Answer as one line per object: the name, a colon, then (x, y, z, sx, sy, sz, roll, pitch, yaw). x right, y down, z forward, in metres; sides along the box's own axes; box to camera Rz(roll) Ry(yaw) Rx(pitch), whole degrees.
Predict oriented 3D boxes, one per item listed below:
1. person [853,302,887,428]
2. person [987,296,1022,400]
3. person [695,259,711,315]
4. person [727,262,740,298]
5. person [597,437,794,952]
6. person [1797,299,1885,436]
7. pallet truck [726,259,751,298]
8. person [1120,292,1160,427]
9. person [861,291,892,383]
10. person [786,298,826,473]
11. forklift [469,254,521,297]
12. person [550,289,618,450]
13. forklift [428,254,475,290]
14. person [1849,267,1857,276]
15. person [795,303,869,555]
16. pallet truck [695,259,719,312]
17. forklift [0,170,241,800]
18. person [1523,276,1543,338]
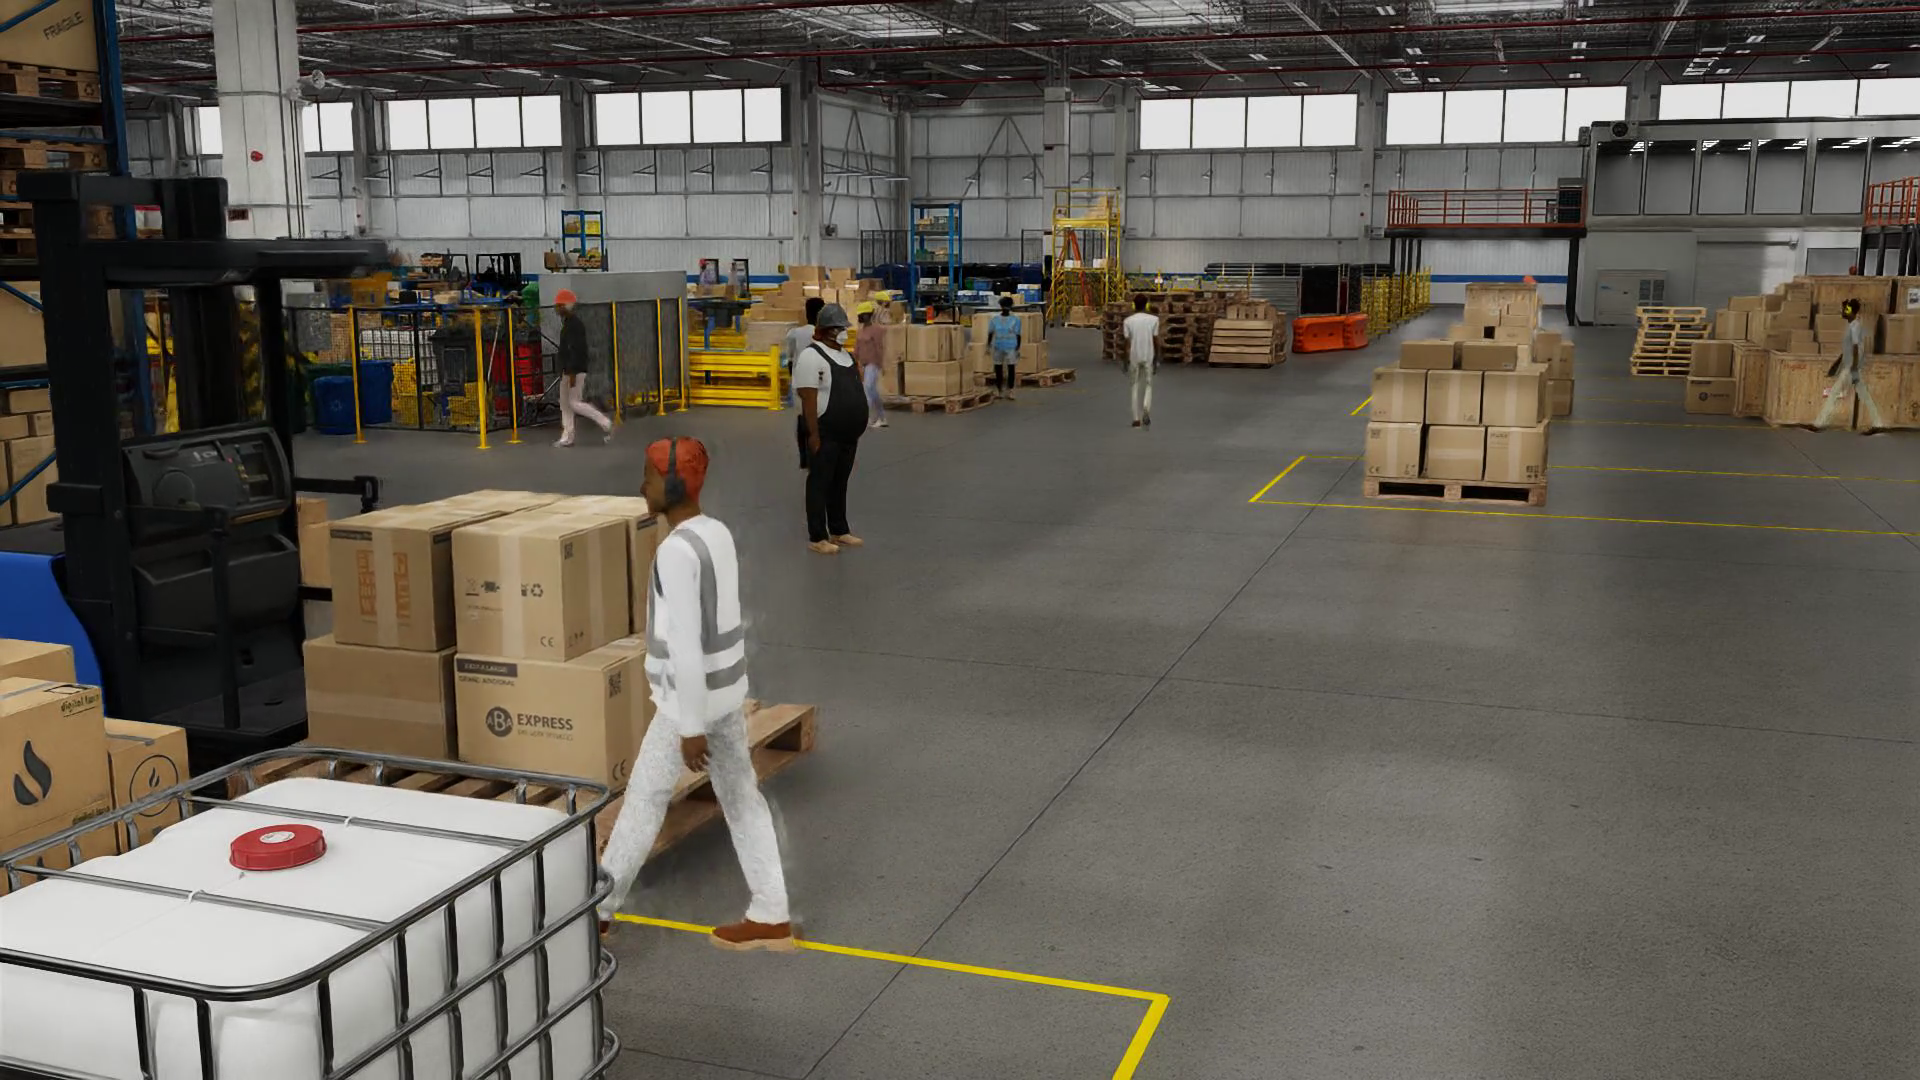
person: (-1.310, -2.352, 22.587, 0.903, 1.717, 0.533, -8, 13, -38)
person: (0.724, -3.098, 26.885, 0.558, 1.690, 0.321, 3, 11, 17)
person: (-9.126, -8.933, 58.883, 1.053, 1.984, 0.617, -6, 12, -30)
person: (-8.277, -9.217, 60.804, 0.558, 1.876, 0.710, 3, 10, 14)
person: (-1.035, 0.557, 5.853, 0.974, 1.835, 0.608, 2, 10, 11)
person: (11.701, -2.263, 21.877, 1.054, 1.802, 0.498, 7, 12, 33)
pallet truck: (-7.986, -9.493, 62.019, 0.823, 1.965, 1.885, 3, 11, 17)
person: (2.482, -2.483, 22.950, 0.539, 1.850, 0.544, 1, 10, 3)
person: (-1.350, -3.259, 27.591, 0.531, 1.751, 0.540, 5, 11, 26)
person: (-1.634, -1.744, 18.609, 0.611, 1.910, 0.974, 2, 10, 9)
forklift: (-17.990, -10.121, 64.684, 1.157, 1.987, 2.680, 3, 11, 17)
person: (-4.651, -2.079, 20.348, 0.718, 1.969, 0.622, -5, 11, -26)
forklift: (-20.133, -10.254, 65.465, 1.157, 1.987, 2.680, 3, 11, 19)
person: (25.269, -6.802, 47.186, 0.354, 1.883, 0.572, -4, 11, -23)
person: (-1.003, -0.916, 13.593, 0.536, 2.000, 0.675, 5, 11, 27)
pallet truck: (-9.165, -9.627, 62.776, 0.823, 1.965, 1.885, 4, 11, 23)
forklift: (-3.865, -0.331, 7.934, 1.873, 2.768, 1.129, 3, 11, 19)
person: (11.230, -4.284, 33.014, 0.566, 1.882, 1.017, 1, 10, 6)
